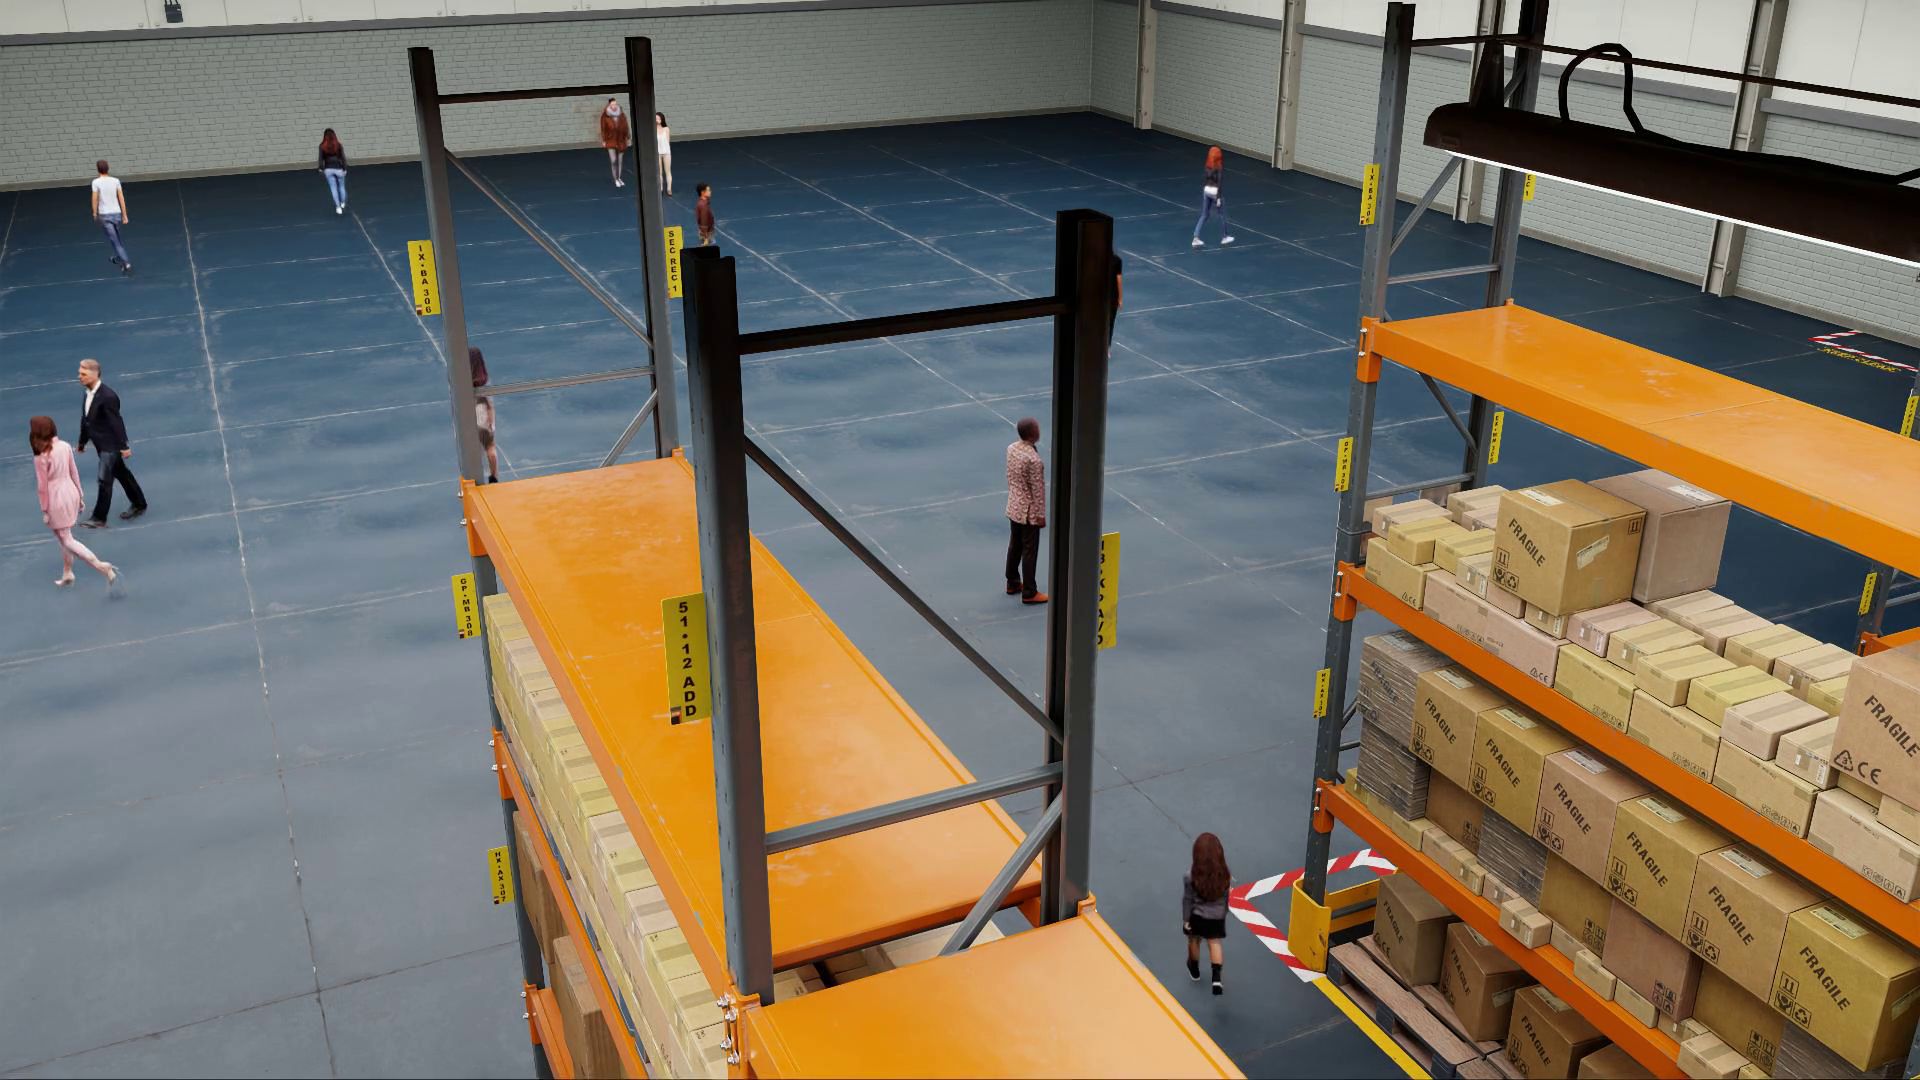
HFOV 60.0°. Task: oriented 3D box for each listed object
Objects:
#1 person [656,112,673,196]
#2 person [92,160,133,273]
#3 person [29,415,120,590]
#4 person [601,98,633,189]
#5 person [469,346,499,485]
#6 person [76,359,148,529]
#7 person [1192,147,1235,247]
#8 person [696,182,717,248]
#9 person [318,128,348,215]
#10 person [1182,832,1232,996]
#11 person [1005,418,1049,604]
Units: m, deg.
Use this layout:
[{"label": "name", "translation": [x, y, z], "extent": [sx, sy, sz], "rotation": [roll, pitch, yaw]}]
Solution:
[{"label": "person", "translation": [-6.041, -7.844, 33.741], "extent": [0.633, 1.651, 0.693], "rotation": [-4, 23, -8]}, {"label": "person", "translation": [-14.060, -5.323, 27.610], "extent": [1.310, 1.811, 0.964], "rotation": [19, 30, 38]}, {"label": "person", "translation": [-8.503, -0.312, 15.868], "extent": [1.090, 1.780, 1.066], "rotation": [6, 24, 15]}, {"label": "person", "translation": [-7.164, -8.227, 34.447], "extent": [0.779, 1.805, 0.950], "rotation": [-16, 28, -33]}, {"label": "person", "translation": [-5.280, -1.211, 18.074], "extent": [0.864, 1.707, 1.158], "rotation": [-1, 23, -3]}, {"label": "person", "translation": [-8.953, -1.067, 17.634], "extent": [1.075, 1.786, 1.000], "rotation": [19, 29, 37]}, {"label": "person", "translation": [4.384, -6.006, 29.307], "extent": [0.822, 1.740, 1.118], "rotation": [-16, 28, -33]}, {"label": "person", "translation": [-4.121, -4.801, 26.453], "extent": [0.865, 1.755, 1.054], "rotation": [-5, 23, -11]}, {"label": "person", "translation": [-12.020, -7.050, 31.949], "extent": [0.652, 1.593, 1.067], "rotation": [-10, 25, -22]}, {"label": "person", "translation": [1.567, 2.363, 10.453], "extent": [0.590, 1.093, 0.751], "rotation": [-3, 23, -7]}, {"label": "person", "translation": [0.621, -0.296, 15.791], "extent": [0.765, 1.808, 0.541], "rotation": [-13, 26, -28]}]
